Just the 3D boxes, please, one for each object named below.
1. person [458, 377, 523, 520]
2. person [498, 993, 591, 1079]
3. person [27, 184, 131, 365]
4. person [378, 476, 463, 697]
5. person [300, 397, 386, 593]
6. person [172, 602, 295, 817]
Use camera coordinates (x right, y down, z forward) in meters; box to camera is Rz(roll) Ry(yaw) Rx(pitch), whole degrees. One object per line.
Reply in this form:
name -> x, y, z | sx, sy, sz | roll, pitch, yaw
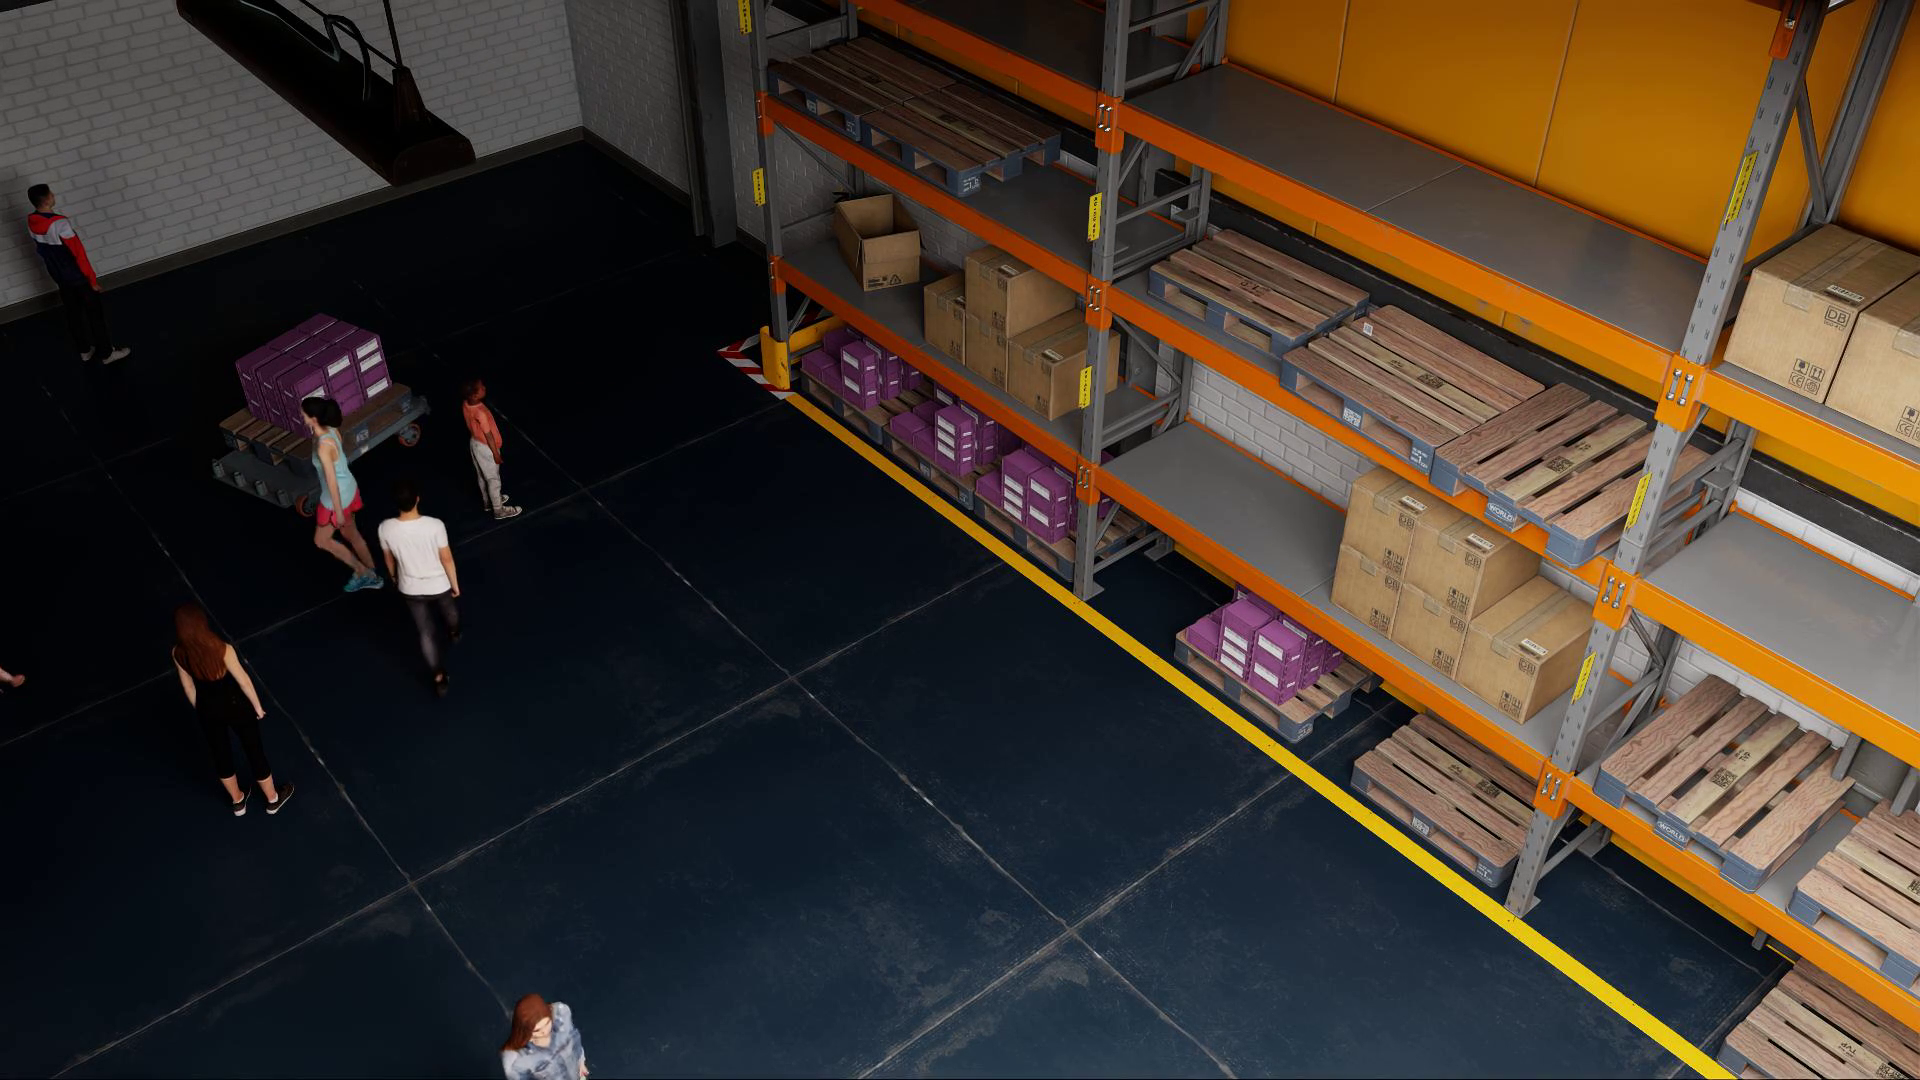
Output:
person -> -3.829, -0.753, 13.367 | 0.532, 1.311, 0.402 | -28, 46, -30
person -> -2.152, 2.812, 8.602 | 0.814, 1.685, 0.701 | 21, 43, 25
person -> -8.071, -2.414, 15.088 | 0.667, 1.757, 0.783 | 12, 40, 15
person -> -3.777, 0.345, 11.697 | 0.990, 1.678, 1.189 | -7, 39, -8
person -> -4.568, -0.316, 12.467 | 0.799, 1.749, 0.729 | -7, 39, -8
person -> -4.751, 1.095, 10.720 | 0.653, 1.724, 0.693 | -1, 39, -1
